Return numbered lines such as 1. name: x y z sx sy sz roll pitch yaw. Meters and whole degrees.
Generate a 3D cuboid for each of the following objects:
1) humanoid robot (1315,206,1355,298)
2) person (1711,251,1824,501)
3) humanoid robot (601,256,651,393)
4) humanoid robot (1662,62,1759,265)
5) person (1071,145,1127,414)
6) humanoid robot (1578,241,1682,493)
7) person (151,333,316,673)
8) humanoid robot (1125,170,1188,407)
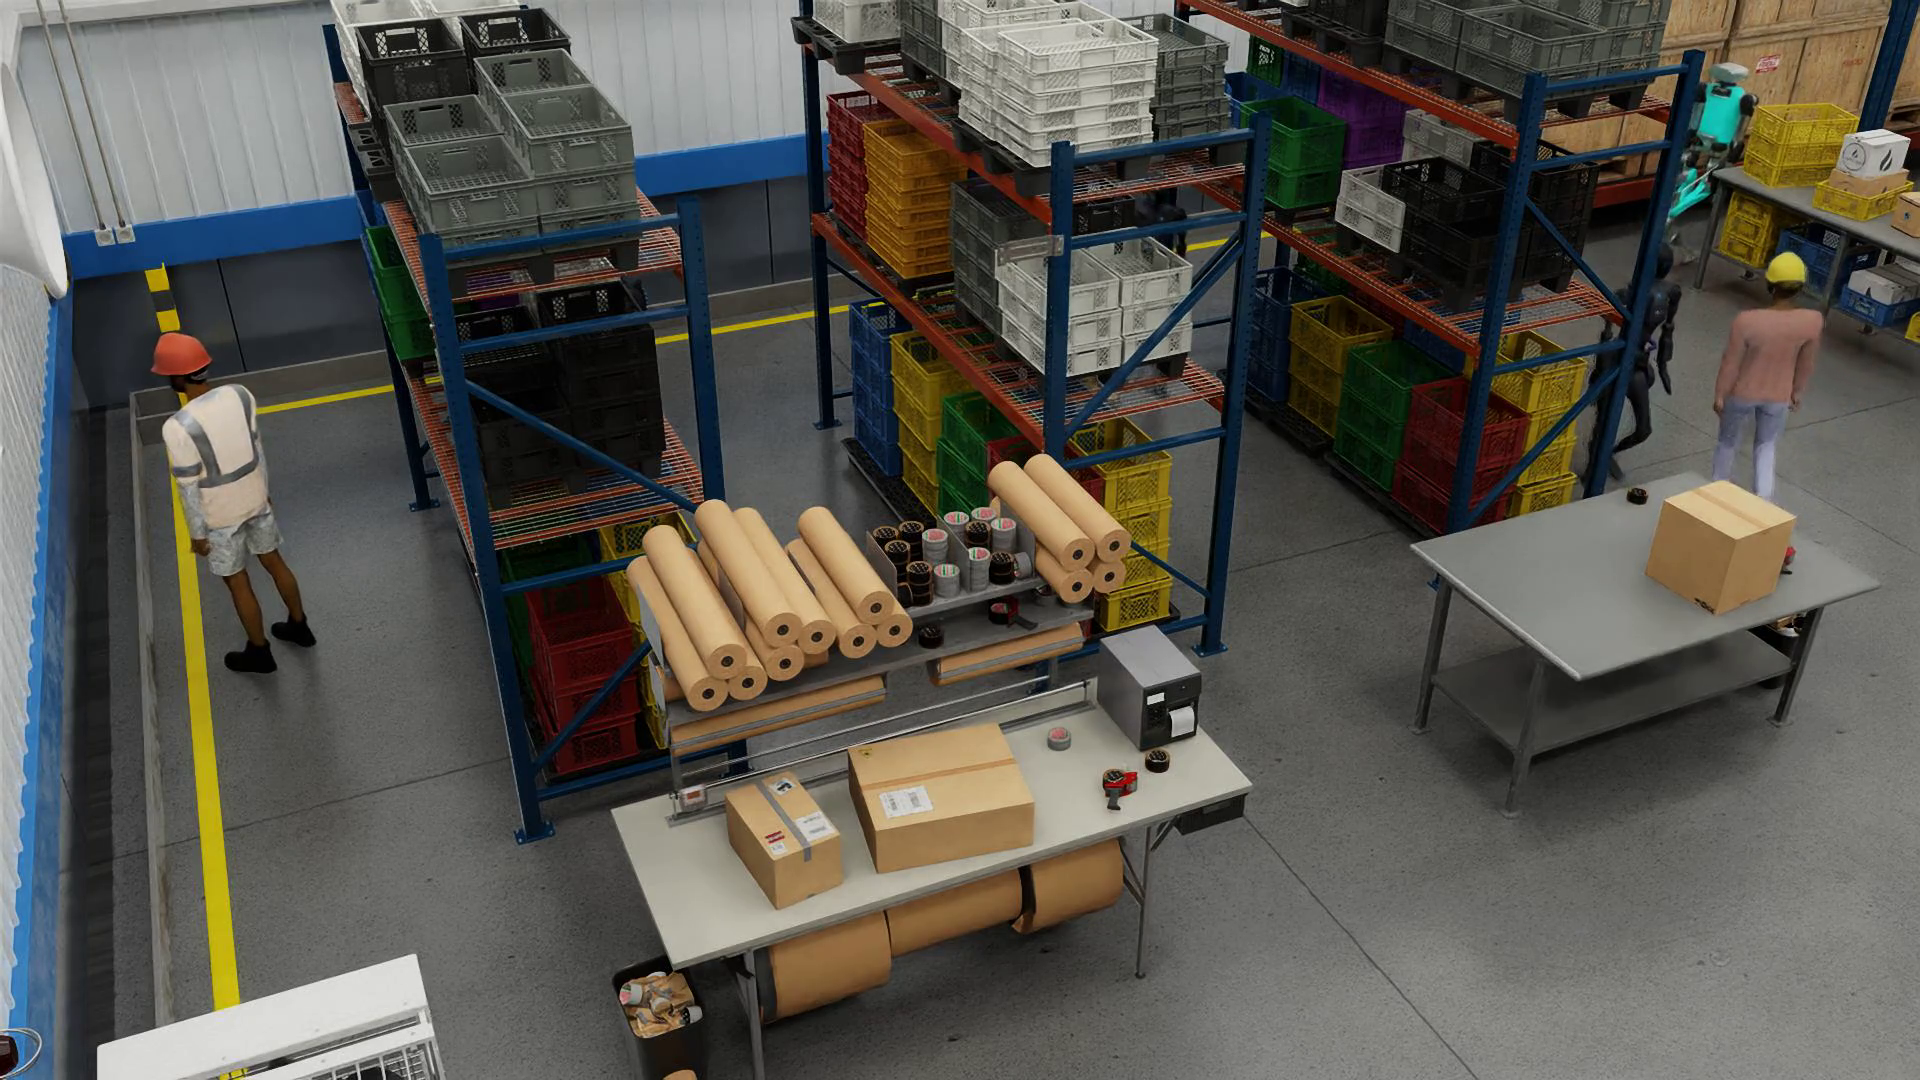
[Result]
1. humanoid robot: 2.877 -2.446 12.624 0.738 1.627 0.599 2 32 3
2. person: 4.789 -0.871 9.962 0.536 1.752 0.549 5 32 8
3. humanoid robot: -2.037 -1.054 10.325 0.315 1.657 0.599 -6 32 -10
4. humanoid robot: 5.798 -2.877 13.271 1.013 1.749 0.532 -18 36 -27
5. person: 0.973 -1.759 11.155 0.421 2.034 0.608 16 35 24
6. humanoid robot: 4.151 -1.075 10.365 0.602 1.648 0.371 -11 33 -17
7. person: -3.845 -0.190 8.709 0.414 1.925 0.556 14 34 22
8. humanoid robot: 1.316 -1.749 11.483 0.591 1.640 0.588 -13 34 -20
